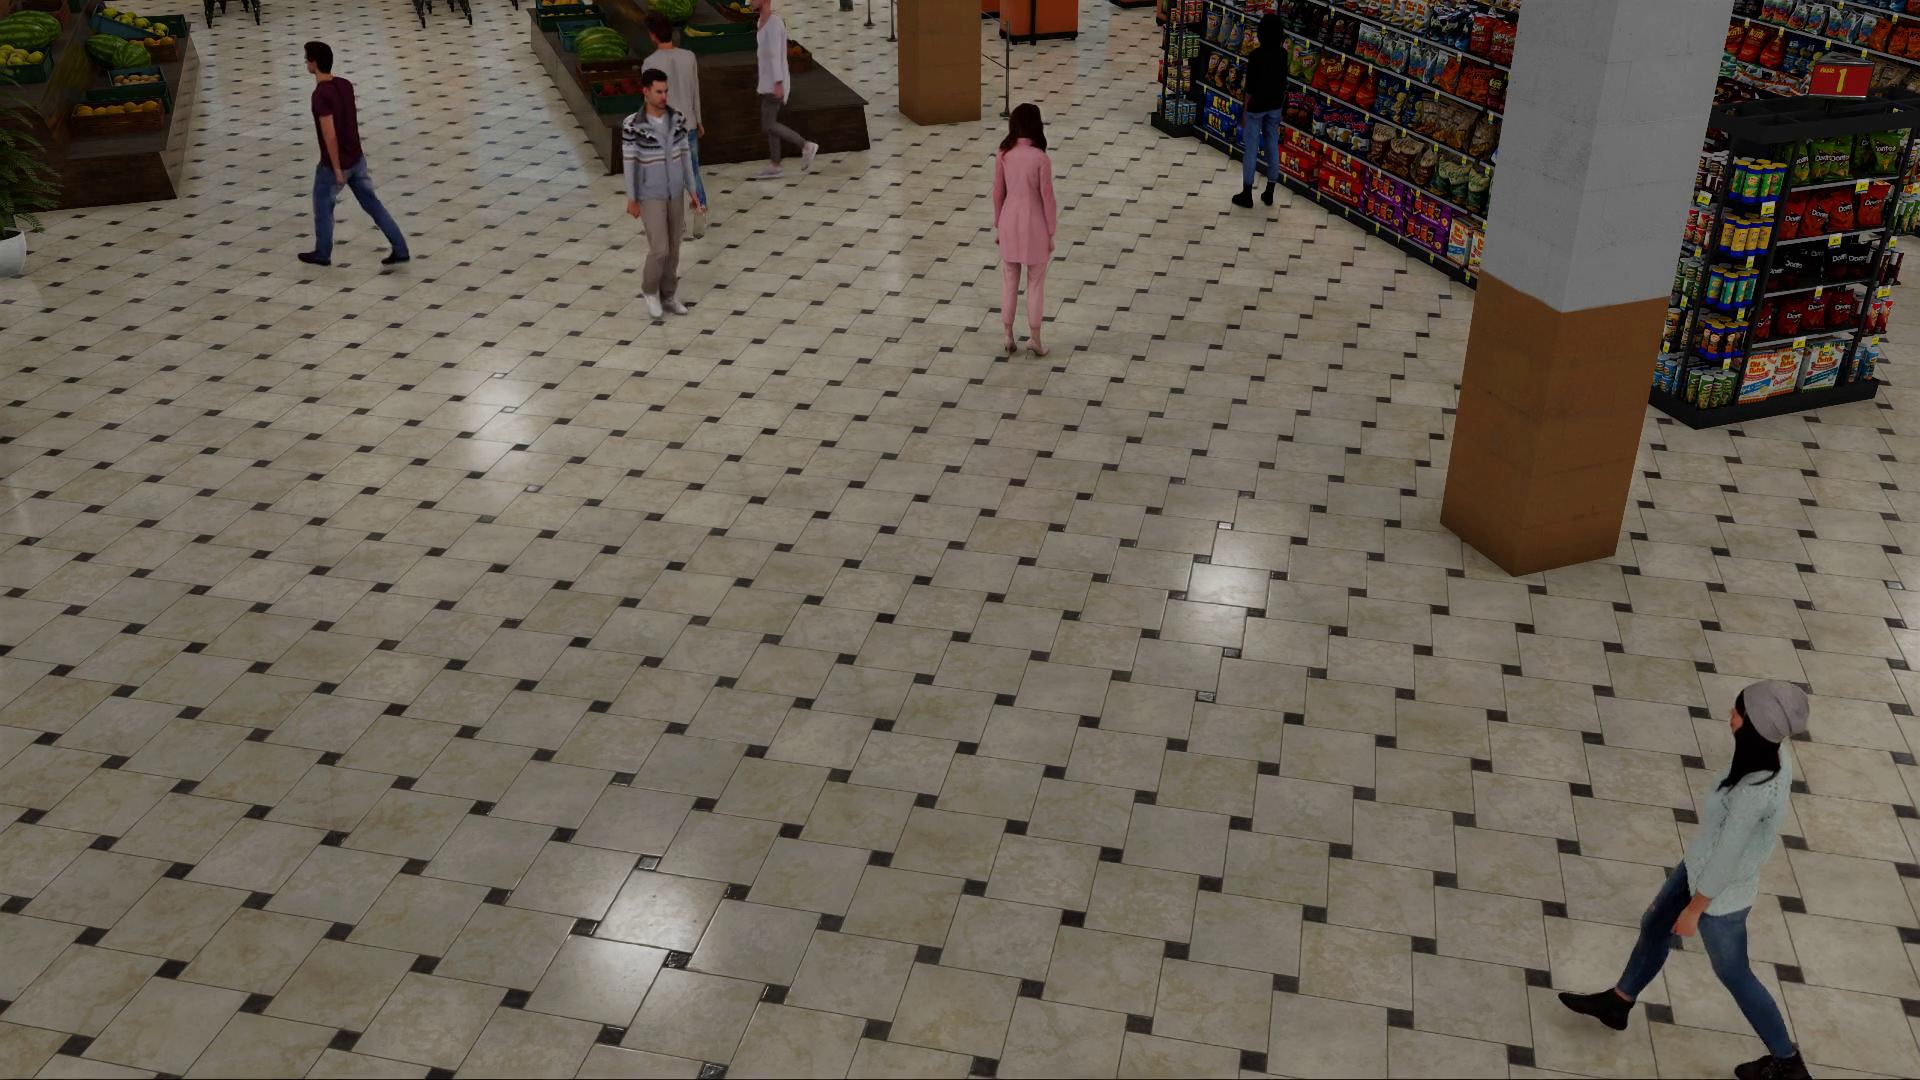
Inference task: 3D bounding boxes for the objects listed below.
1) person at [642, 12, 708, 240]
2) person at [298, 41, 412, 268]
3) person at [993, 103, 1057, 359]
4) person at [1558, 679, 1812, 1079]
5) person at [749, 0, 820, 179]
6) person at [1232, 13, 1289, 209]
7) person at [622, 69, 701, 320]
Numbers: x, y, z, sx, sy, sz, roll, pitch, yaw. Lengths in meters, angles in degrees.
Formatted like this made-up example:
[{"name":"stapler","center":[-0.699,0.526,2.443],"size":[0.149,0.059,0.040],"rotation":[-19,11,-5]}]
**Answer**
[{"name":"person","center":[-2.341,-3.396,13.868],"size":[0.705,1.865,1.124],"rotation":[-11,31,-20]},{"name":"person","center":[-4.821,-3.003,13.207],"size":[1.172,1.808,1.193],"rotation":[8,30,15]},{"name":"person","center":[0.441,-2.145,11.642],"size":[0.679,1.802,0.745],"rotation":[14,31,23]},{"name":"person","center":[2.689,1.216,5.690],"size":[1.149,1.607,1.022],"rotation":[16,33,27]},{"name":"person","center":[-1.676,-4.281,15.536],"size":[0.760,1.820,0.776],"rotation":[-11,31,-20]},{"name":"person","center":[2.700,-3.819,14.812],"size":[0.563,1.702,0.535],"rotation":[-9,30,-15]},{"name":"person","center":[-2.286,-2.611,12.451],"size":[0.772,1.846,0.762],"rotation":[-24,37,-36]}]
